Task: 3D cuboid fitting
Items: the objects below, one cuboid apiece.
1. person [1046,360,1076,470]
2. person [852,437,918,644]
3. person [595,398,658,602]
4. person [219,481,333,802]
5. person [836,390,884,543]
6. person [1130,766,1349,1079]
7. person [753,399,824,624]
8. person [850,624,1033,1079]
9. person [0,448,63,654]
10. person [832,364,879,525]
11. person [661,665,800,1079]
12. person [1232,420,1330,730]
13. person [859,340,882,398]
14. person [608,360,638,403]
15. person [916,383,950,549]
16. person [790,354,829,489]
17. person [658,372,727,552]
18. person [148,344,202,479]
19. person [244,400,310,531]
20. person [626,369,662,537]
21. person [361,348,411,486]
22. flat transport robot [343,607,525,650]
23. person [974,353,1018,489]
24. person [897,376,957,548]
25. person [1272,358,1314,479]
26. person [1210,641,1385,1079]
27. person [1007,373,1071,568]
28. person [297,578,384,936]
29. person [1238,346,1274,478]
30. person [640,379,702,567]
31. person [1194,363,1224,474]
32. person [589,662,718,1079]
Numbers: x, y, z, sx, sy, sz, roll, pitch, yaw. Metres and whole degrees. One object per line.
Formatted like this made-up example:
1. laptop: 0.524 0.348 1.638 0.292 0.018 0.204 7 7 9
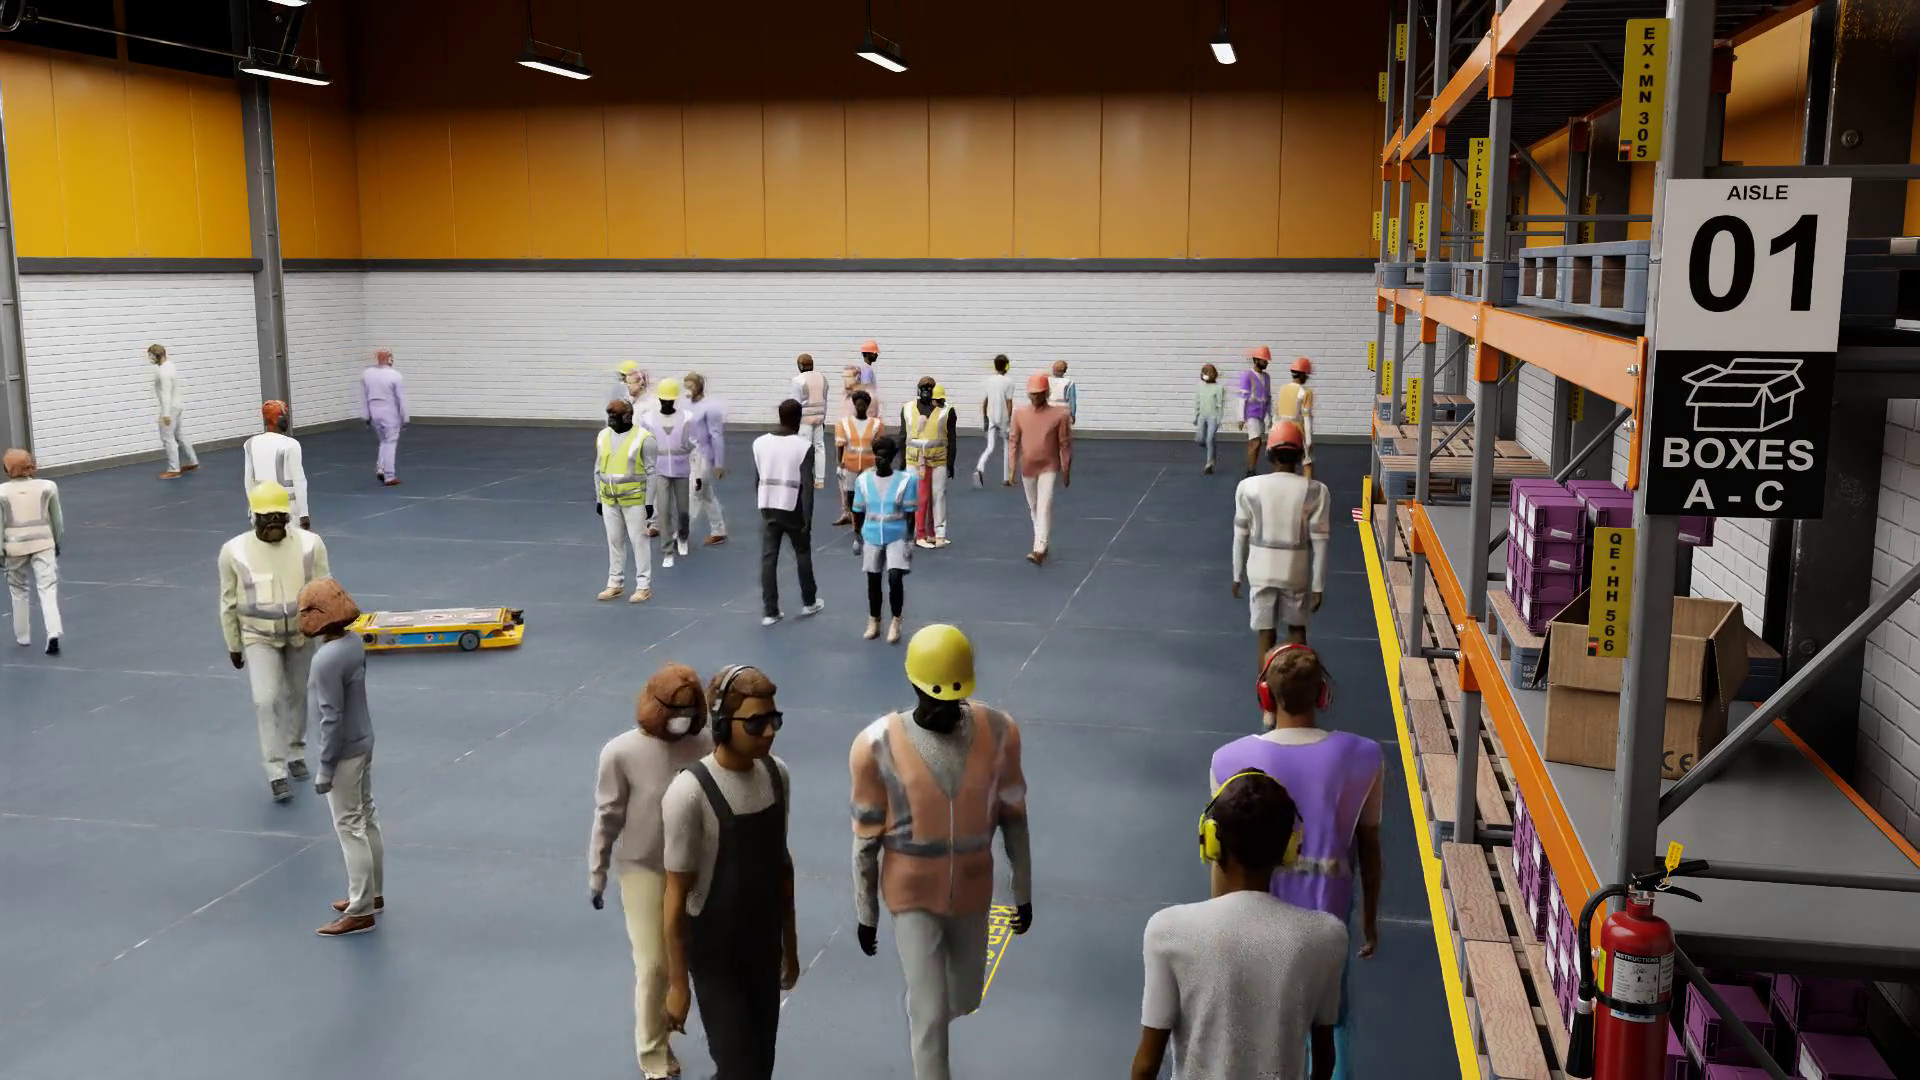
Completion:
1. person: 1.450 -1.815 24.374 0.515 1.636 0.316 3 10 17
2. person: -0.602 0.006 13.281 0.559 1.672 0.562 2 10 14
3. person: -3.017 -0.355 14.961 0.627 1.840 0.429 4 10 24
4. person: -3.862 0.567 9.523 0.609 1.800 0.822 -6 11 -33
5. person: -1.095 -0.836 18.368 0.530 1.669 0.810 0 9 1
6. person: 0.638 1.465 3.988 0.547 1.839 0.481 0 9 1
7. person: -1.470 -0.262 14.264 0.606 1.879 0.865 3 10 17
8. person: -0.090 1.159 5.696 0.642 1.883 0.808 -3 10 -17
9. person: -7.277 0.083 13.023 0.509 1.606 0.778 -6 11 -34
10. person: -1.180 -1.109 19.367 0.607 1.889 0.647 -9 13 -43
11. person: -0.704 1.280 5.126 0.435 1.834 0.538 6 11 34
12. person: 2.086 0.233 10.870 0.612 2.025 0.456 2 10 10
13. person: -1.324 -1.944 24.239 0.373 1.934 0.552 -1 10 -8
14. person: -4.368 -1.446 21.681 0.602 1.798 0.884 8 12 40
15. person: -0.272 -0.801 17.865 0.331 1.767 0.527 6 11 33
16. person: -2.048 -1.579 22.349 0.430 1.837 0.621 9 13 43
17. person: -2.849 -0.829 17.654 0.975 1.887 0.639 -8 12 -39
18. person: -11.196 -1.841 23.703 0.554 1.914 0.822 -3 10 -17
19. person: -5.814 -0.253 14.206 0.585 1.882 0.337 3 10 19
20. person: -3.517 -0.954 18.434 0.444 1.882 0.665 -8 12 -40
21. person: -7.841 -1.691 22.840 0.679 1.890 0.462 3 10 20
22. flat transport robot: -4.223 0.710 13.258 1.431 0.197 0.652 -2 10 -12
23. person: 0.482 -1.602 22.516 0.520 1.837 0.861 6 11 30
24. person: -0.359 -0.827 17.817 0.645 1.842 0.429 1 10 8
25. person: 4.047 -1.252 20.137 0.684 1.906 0.472 8 13 41
26. person: 1.092 1.244 5.400 0.576 1.820 0.781 1 9 7
27. person: 0.782 -0.711 16.811 0.609 1.936 1.059 3 10 19
28. person: -2.814 0.976 7.556 0.289 1.633 0.501 -1 9 -4
29. person: 4.113 -1.681 22.679 0.581 1.922 0.544 -9 13 -42
30. person: -2.931 -0.709 16.937 0.609 1.894 0.806 -1 10 -7
31. person: 3.631 -1.760 24.087 0.502 1.616 0.430 9 13 43
32. person: -1.037 1.238 6.035 0.533 1.606 0.680 -5 11 -29
